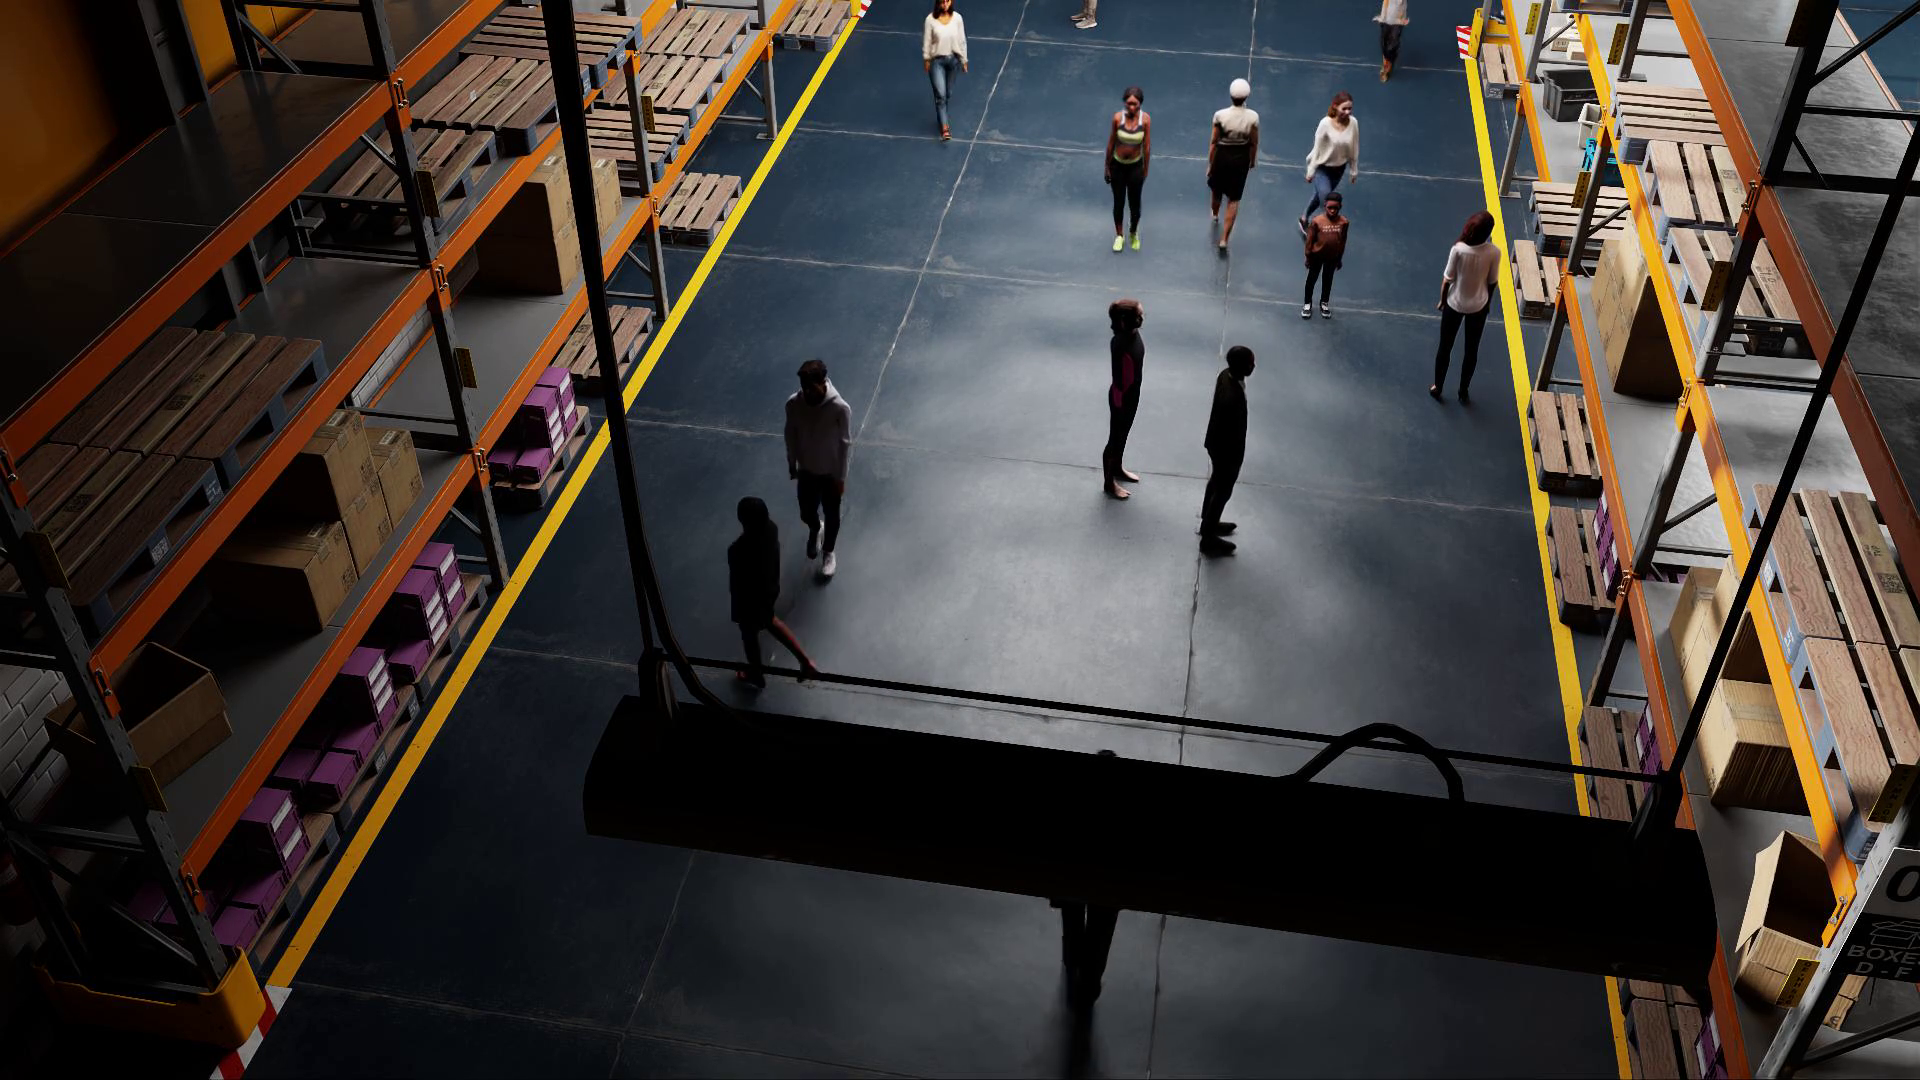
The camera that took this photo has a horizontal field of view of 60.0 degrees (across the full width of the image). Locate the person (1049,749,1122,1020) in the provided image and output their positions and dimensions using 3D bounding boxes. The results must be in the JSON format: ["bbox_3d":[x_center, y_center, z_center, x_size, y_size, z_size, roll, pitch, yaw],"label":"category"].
[{"bbox_3d":[0.753,1.969,9.226,0.777,1.884,0.955,2,39,2],"label":"person"}]

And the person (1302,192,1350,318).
[{"bbox_3d":[3.419,-2.679,15.551,0.550,1.254,0.503,1,39,1],"label":"person"}]

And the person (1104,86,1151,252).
[{"bbox_3d":[1.653,-3.707,16.447,0.572,1.742,0.572,7,39,9],"label":"person"}]

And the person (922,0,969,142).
[{"bbox_3d":[-0.188,-5.367,18.594,0.880,1.657,1.074,-9,39,-11],"label":"person"}]

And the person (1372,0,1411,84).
[{"bbox_3d":[5.224,-6.313,19.952,0.693,1.441,0.786,22,44,25],"label":"person"}]

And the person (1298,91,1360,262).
[{"bbox_3d":[3.616,-3.660,16.469,1.002,1.642,1.239,-12,40,-14],"label":"person"}]

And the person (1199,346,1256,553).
[{"bbox_3d":[2.010,-0.699,12.635,0.750,1.800,0.564,0,39,1],"label":"person"}]

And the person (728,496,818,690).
[{"bbox_3d":[-1.313,0.415,11.317,0.863,1.704,0.913,20,43,24],"label":"person"}]

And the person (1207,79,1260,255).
[{"bbox_3d":[2.664,-3.620,16.361,0.702,1.715,1.078,4,39,4],"label":"person"}]

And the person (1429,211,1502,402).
[{"bbox_3d":[4.330,-1.989,14.255,0.608,1.794,0.518,7,39,9],"label":"person"}]

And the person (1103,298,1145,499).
[{"bbox_3d":[1.309,-1.157,13.247,0.672,1.752,0.577,16,41,19],"label":"person"}]

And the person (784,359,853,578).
[{"bbox_3d":[-1.008,-0.602,12.422,0.695,1.913,0.767,5,39,7],"label":"person"}]

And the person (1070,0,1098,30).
[{"bbox_3d":[1.643,-7.361,21.096,0.698,1.651,0.561,-5,39,-7],"label":"person"}]
